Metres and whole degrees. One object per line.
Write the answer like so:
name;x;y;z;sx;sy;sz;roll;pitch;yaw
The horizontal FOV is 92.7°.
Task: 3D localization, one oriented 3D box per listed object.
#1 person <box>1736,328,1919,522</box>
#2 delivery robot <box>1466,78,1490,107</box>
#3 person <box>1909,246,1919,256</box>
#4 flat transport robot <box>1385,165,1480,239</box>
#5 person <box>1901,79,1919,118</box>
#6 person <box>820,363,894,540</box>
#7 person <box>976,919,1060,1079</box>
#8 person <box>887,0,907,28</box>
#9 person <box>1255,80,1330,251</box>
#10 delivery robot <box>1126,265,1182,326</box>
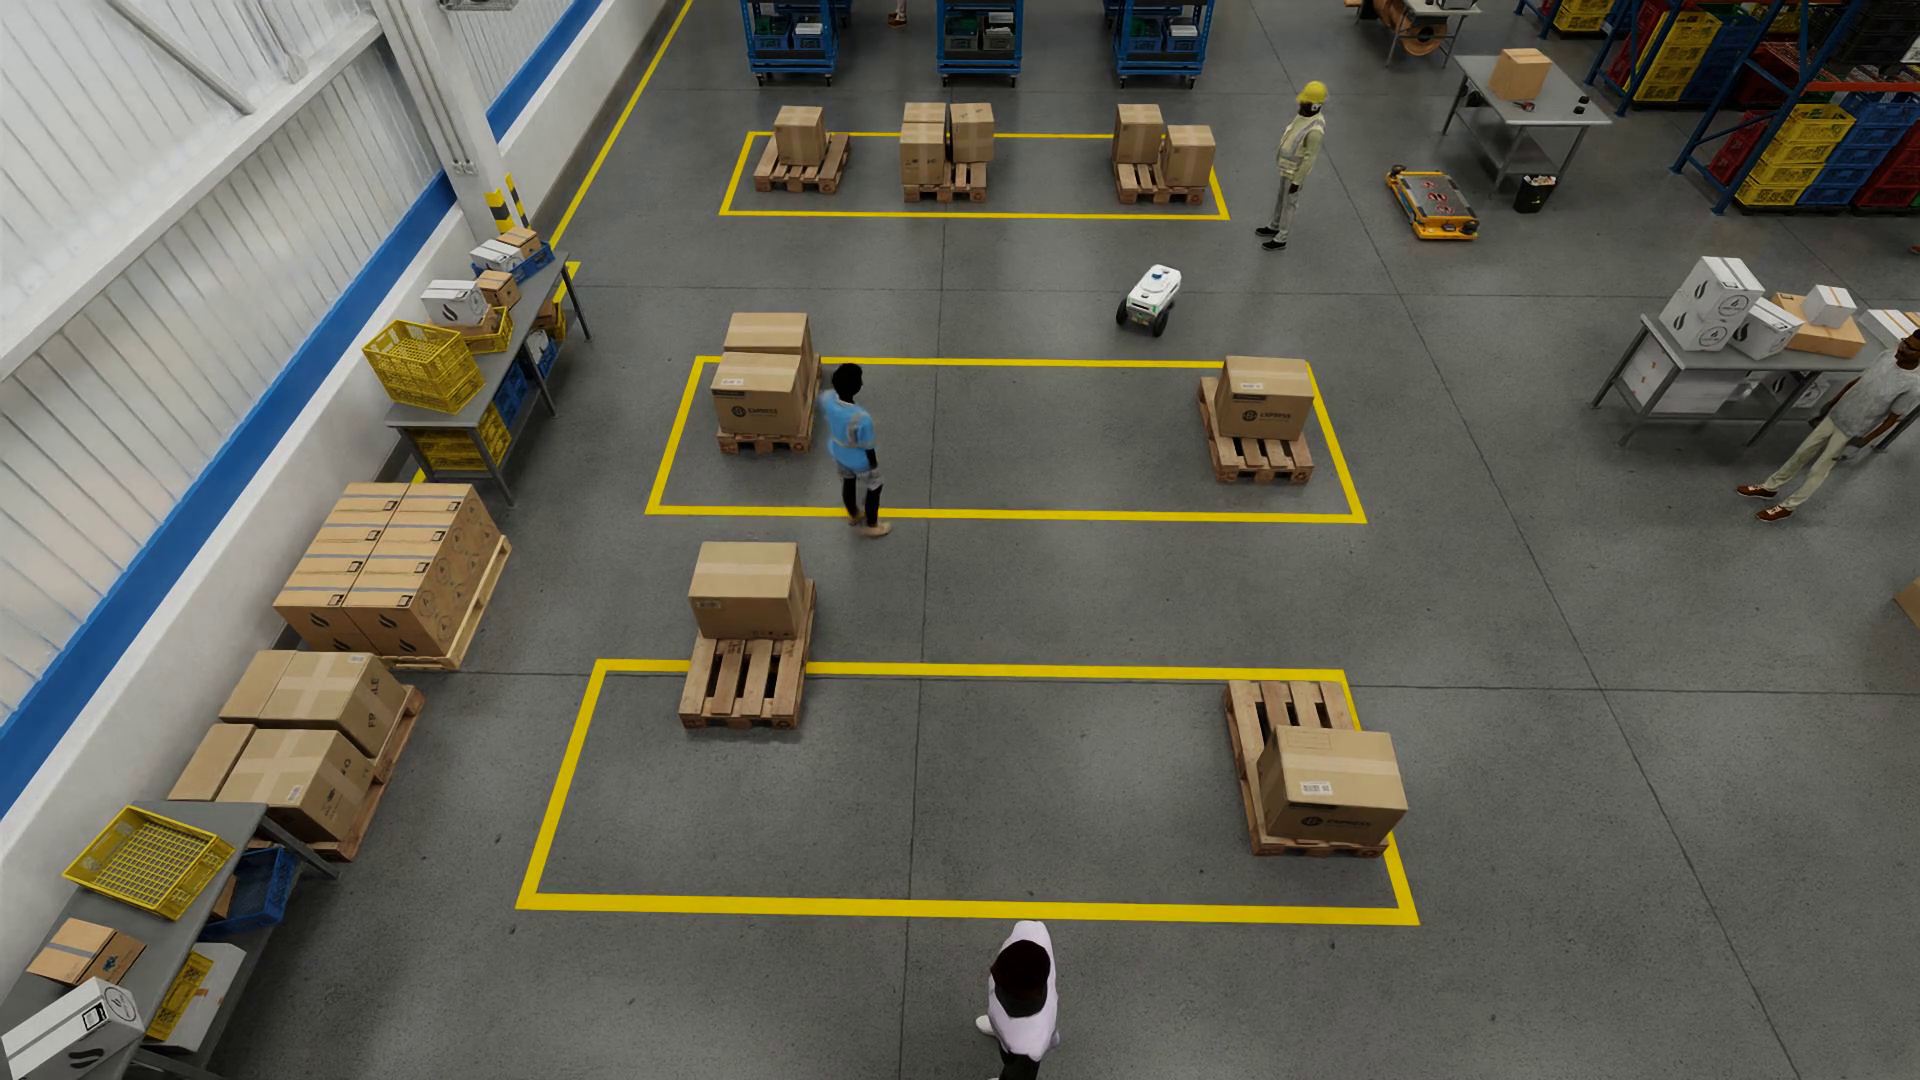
person;6.970;-0.897;7.243;0.328;1.870;0.513;0;49;0
delivery robot;7.380;-6.409;12.817;0.477;0.478;0.707;1;49;1
person;11.095;-3.796;9.706;0.372;1.940;0.631;0;49;0
flat transport robot;5.692;-4.094;11.059;0.652;0.197;1.431;1;49;1
person;12.142;-5.754;11.436;0.342;1.882;0.579;16;51;14
person;-0.813;-0.683;7.178;0.538;1.691;0.346;36;58;27
person;0.283;2.309;4.433;0.391;1.922;0.593;0;49;0
person;-1.007;-9.117;14.274;0.376;1.997;0.612;0;49;0
person;3.639;-4.073;10.012;0.404;1.836;0.590;0;49;0
delivery robot;2.011;-2.571;9.494;0.477;0.478;0.707;25;54;20
